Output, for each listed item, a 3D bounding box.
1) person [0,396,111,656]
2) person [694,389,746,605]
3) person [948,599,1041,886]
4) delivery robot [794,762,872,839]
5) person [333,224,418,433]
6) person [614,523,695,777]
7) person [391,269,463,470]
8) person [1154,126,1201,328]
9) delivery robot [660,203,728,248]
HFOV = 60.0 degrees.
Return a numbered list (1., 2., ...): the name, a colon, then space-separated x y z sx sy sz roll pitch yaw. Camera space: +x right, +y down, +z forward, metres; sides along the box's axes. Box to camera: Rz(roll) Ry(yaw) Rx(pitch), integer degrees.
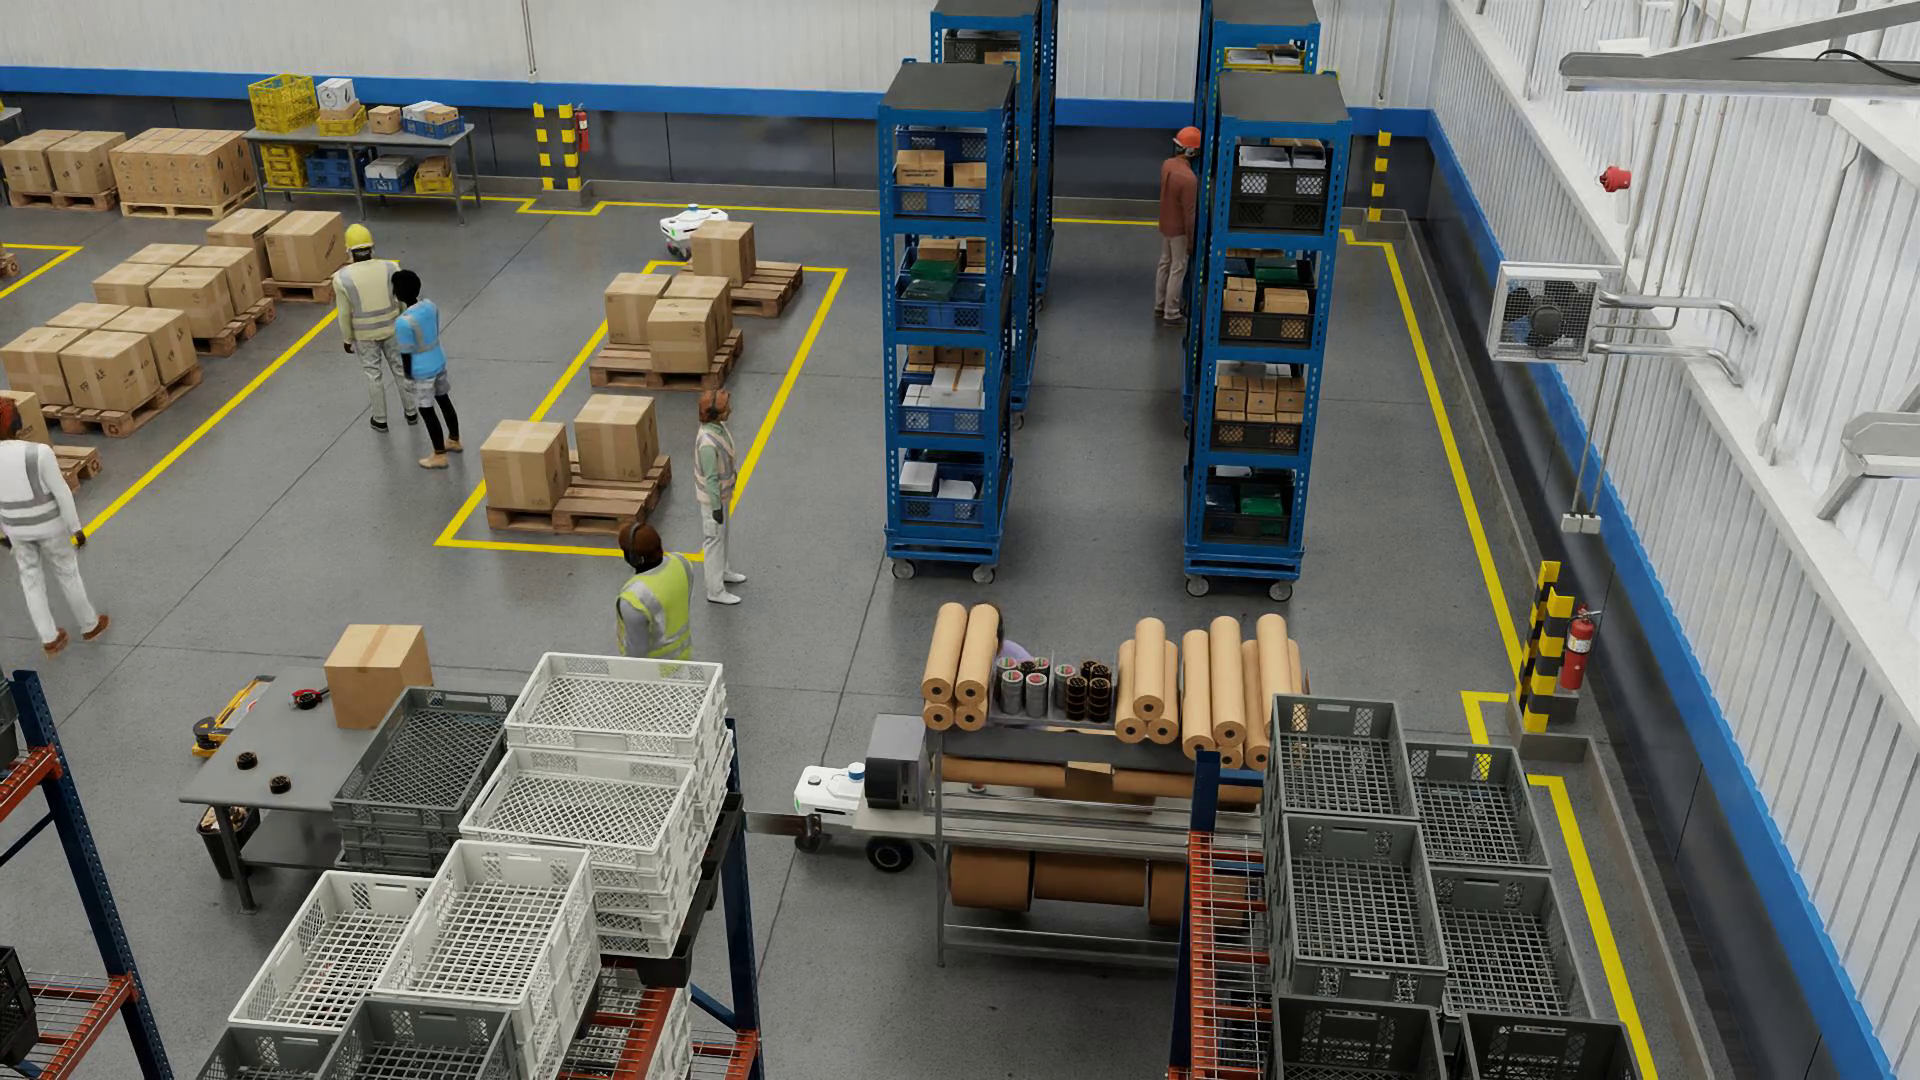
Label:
1. person: -6.236 -0.102 11.238 0.581 1.883 0.375 -4 30 -6
2. person: -1.728 -0.321 11.856 0.313 1.632 0.521 0 30 0
3. person: 0.150 1.132 9.071 0.640 1.931 0.384 17 34 27
4. delivery robot: -0.595 1.514 9.675 0.707 0.478 0.477 6 31 10
5. person: -4.990 -1.808 14.213 0.601 1.827 0.404 -19 35 -29
6. person: -1.811 0.707 9.885 0.429 1.841 0.625 12 32 19
7. person: -4.403 -1.414 13.676 0.321 1.690 0.535 6 31 11
8. person: 2.139 -3.039 16.182 0.412 1.982 0.622 -10 32 -17
9. delivery robot: -2.900 -3.429 18.166 0.707 0.478 0.477 -19 35 -29
